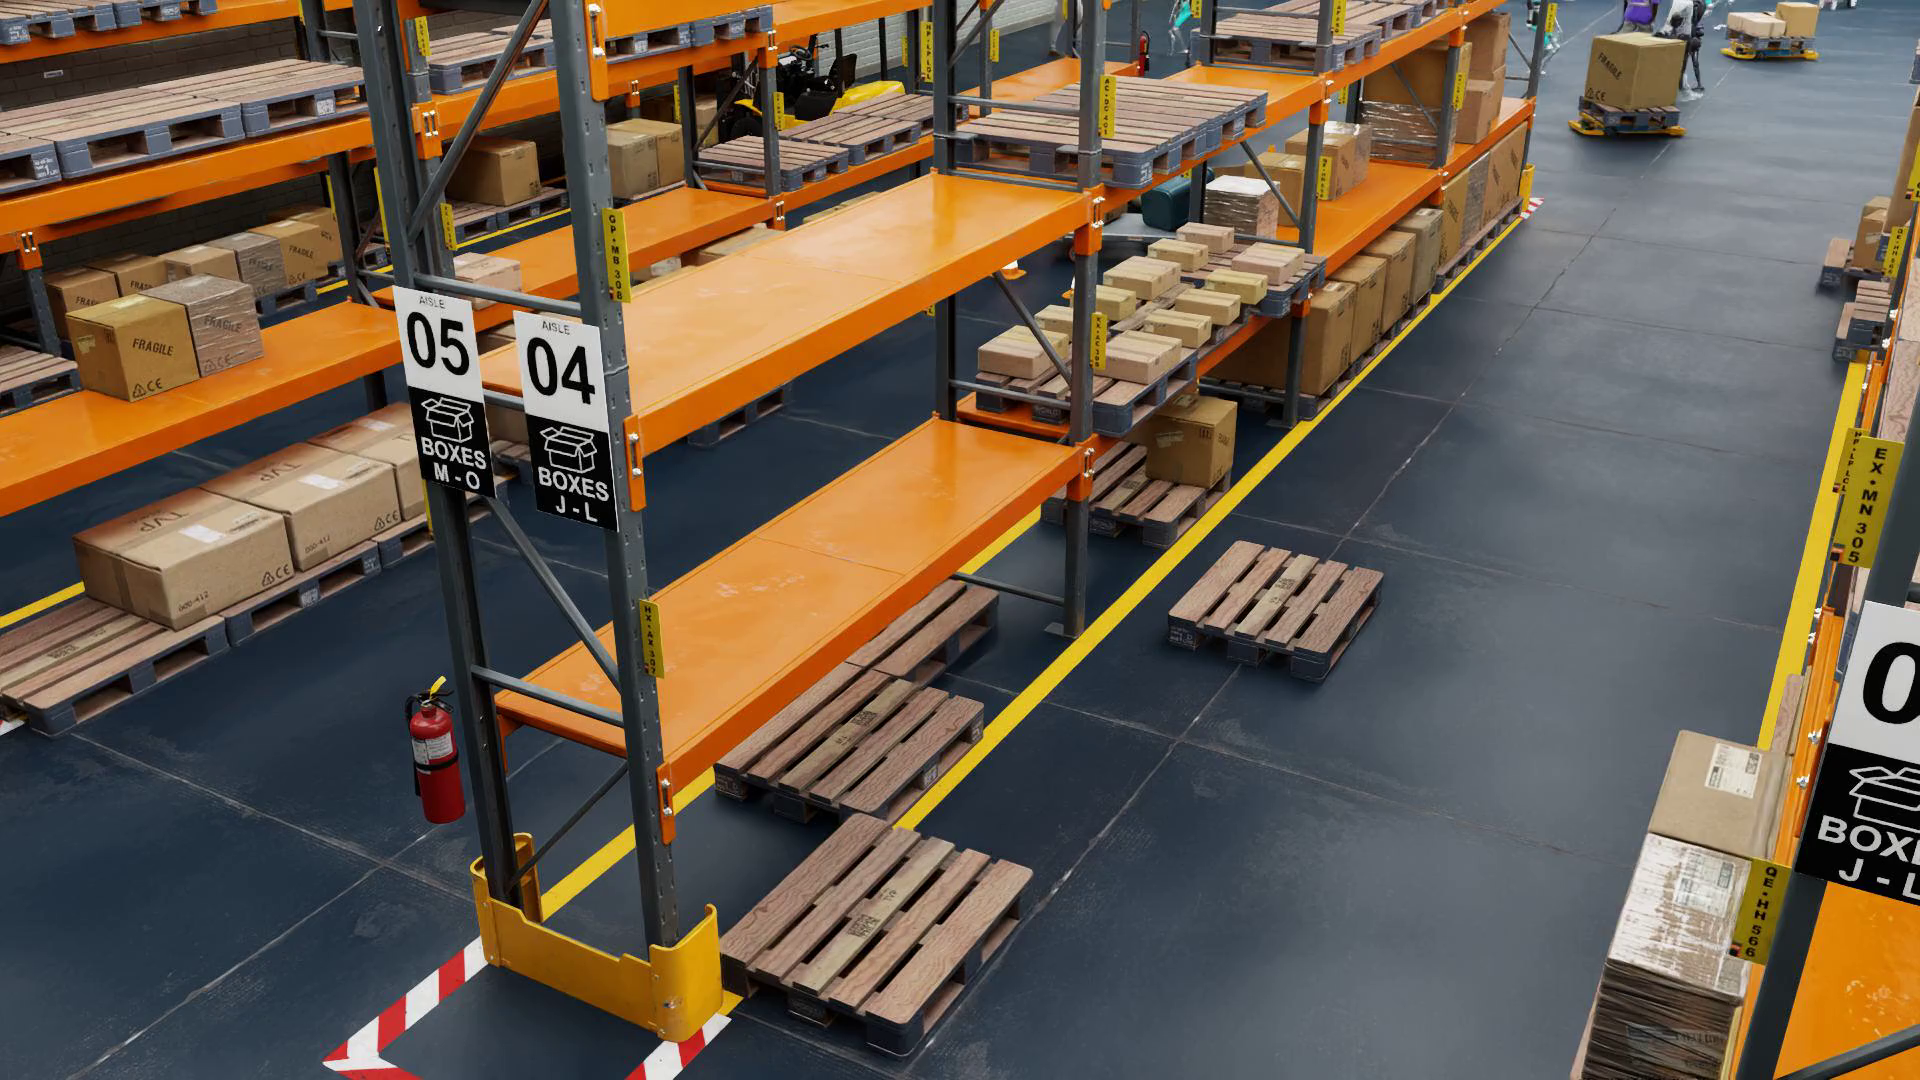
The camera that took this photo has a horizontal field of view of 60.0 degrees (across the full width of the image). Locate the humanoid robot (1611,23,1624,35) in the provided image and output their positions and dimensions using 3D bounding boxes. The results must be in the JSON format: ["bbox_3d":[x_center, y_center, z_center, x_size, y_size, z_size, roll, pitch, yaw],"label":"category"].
[{"bbox_3d":[12.470,-10.116,30.766,0.408,1.643,0.588,17,31,32],"label":"humanoid robot"}]

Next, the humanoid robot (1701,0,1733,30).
[{"bbox_3d":[14.401,-10.536,31.619,1.044,1.770,0.530,4,26,8],"label":"humanoid robot"}]

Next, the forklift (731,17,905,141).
[{"bbox_3d":[-1.819,-5.975,21.543,2.313,2.155,1.214,14,29,26],"label":"forklift"}]

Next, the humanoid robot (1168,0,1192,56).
[{"bbox_3d":[3.874,-9.252,28.996,0.772,1.874,0.530,-16,30,-30],"label":"humanoid robot"}]

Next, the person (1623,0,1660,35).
[{"bbox_3d":[11.103,-8.518,27.133,0.605,1.922,0.831,17,31,32],"label":"person"}]

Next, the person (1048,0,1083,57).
[{"bbox_3d":[1.987,-9.375,28.981,0.874,1.875,0.648,15,29,28],"label":"person"}]

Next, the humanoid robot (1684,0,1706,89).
[{"bbox_3d":[11.541,-7.949,26.262,0.702,1.627,0.610,10,28,21],"label":"humanoid robot"}]

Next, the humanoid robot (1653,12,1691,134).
[{"bbox_3d":[9.853,-6.541,23.307,0.606,1.639,0.407,7,27,15],"label":"humanoid robot"}]

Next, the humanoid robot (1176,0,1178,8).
[{"bbox_3d":[4.697,-11.963,34.533,0.529,1.795,0.794,-1,26,-2],"label":"humanoid robot"}]

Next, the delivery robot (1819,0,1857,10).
[{"bbox_3d":[18.239,-11.311,34.532,0.807,0.609,0.499,-16,30,-29],"label":"delivery robot"}]

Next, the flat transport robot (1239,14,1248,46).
[{"bbox_3d":[5.093,-7.982,27.927,1.431,0.231,0.659,2,26,3],"label":"flat transport robot"}]

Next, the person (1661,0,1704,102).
[{"bbox_3d":[10.952,-7.584,25.265,0.970,1.849,0.600,5,26,10],"label":"person"}]

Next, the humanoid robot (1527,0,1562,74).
[{"bbox_3d":[9.676,-8.570,27.453,0.532,1.749,0.778,-19,31,-33],"label":"humanoid robot"}]

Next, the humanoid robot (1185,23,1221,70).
[{"bbox_3d":[3.310,-6.230,22.684,0.585,1.636,0.633,17,30,31],"label":"humanoid robot"}]

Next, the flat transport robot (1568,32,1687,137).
[{"bbox_3d":[9.458,-5.895,23.591,1.431,0.231,0.659,0,26,0],"label":"flat transport robot"}]

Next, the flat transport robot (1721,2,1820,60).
[{"bbox_3d":[14.220,-8.623,29.261,1.431,0.231,0.659,-1,26,-3],"label":"flat transport robot"}]
